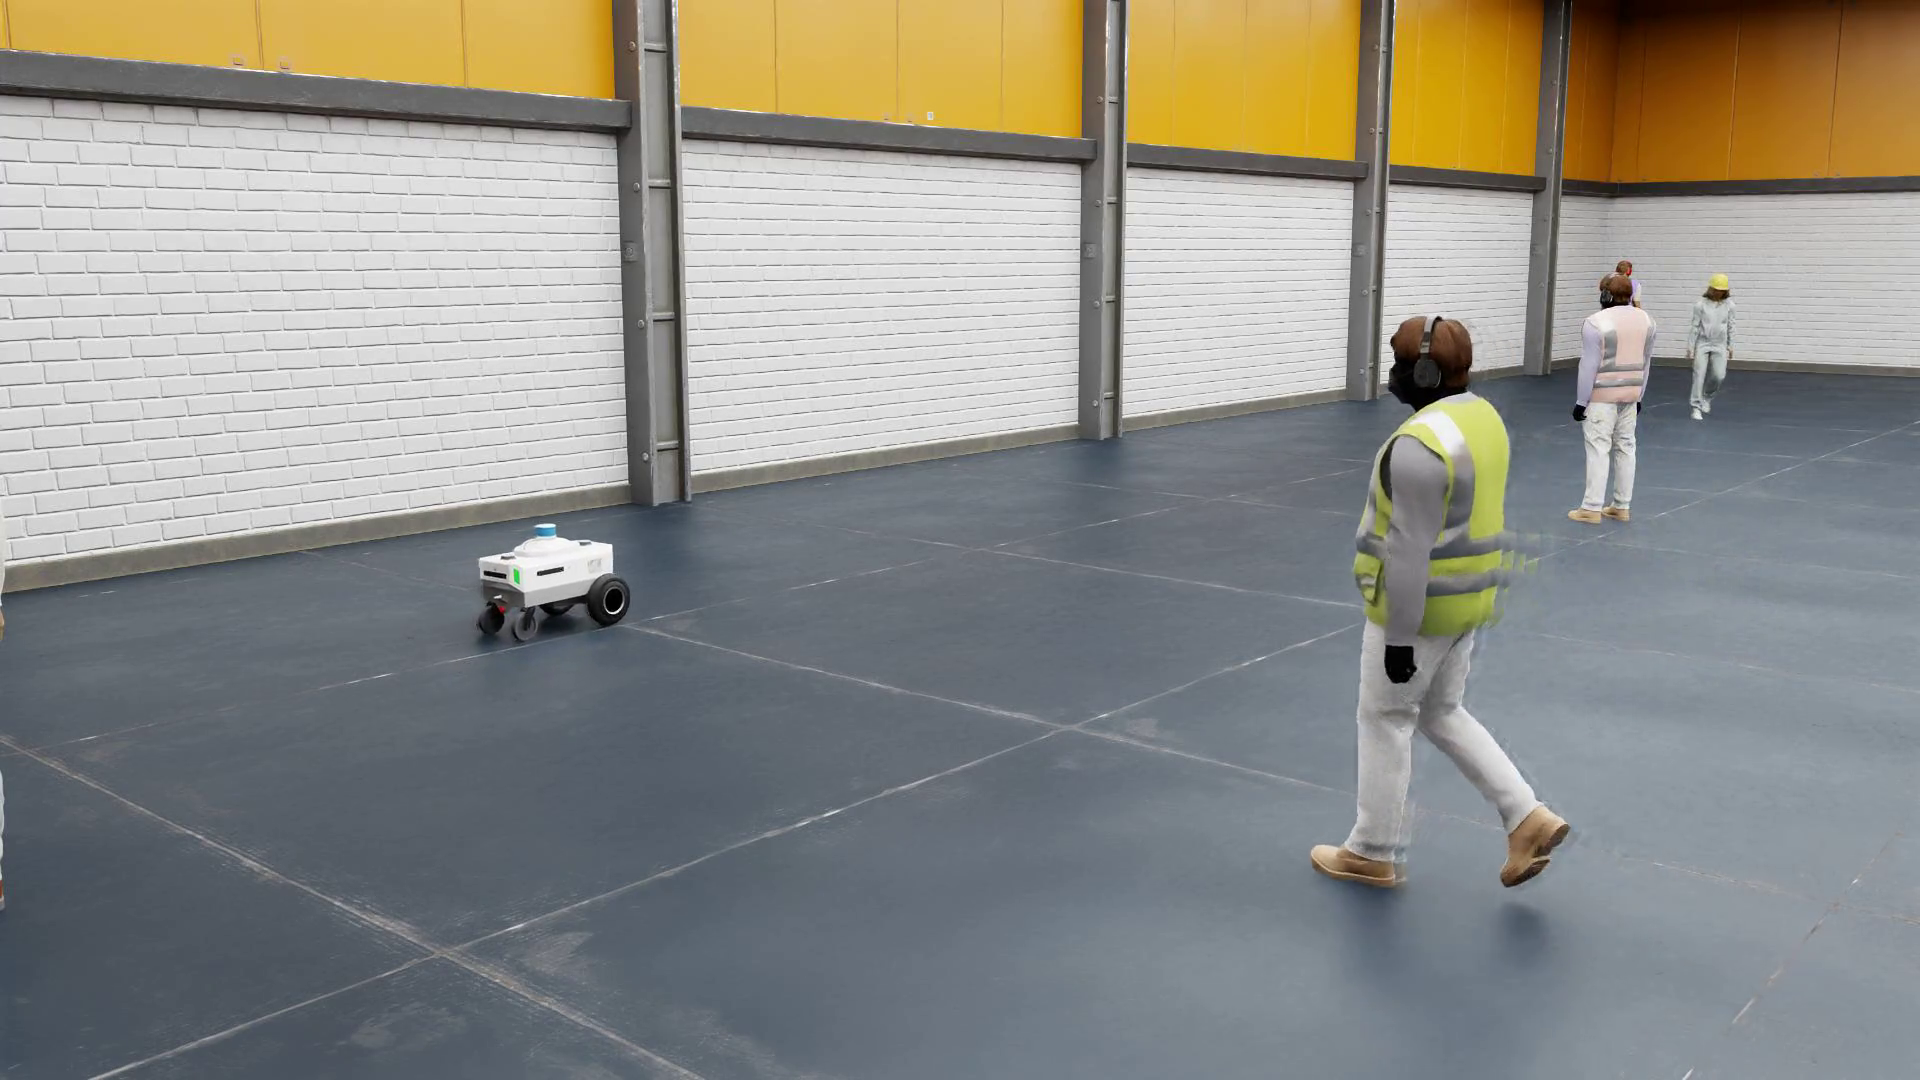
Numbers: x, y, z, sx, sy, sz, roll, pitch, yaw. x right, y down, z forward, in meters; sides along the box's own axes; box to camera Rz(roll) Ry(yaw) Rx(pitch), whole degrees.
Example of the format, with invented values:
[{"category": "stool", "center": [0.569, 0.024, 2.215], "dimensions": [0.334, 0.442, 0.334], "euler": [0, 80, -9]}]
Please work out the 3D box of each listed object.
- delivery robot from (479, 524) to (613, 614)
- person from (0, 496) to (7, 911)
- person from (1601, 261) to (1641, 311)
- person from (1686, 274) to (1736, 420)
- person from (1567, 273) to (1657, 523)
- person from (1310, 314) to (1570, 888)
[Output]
[{"category": "delivery robot", "center": [-2.192, 0.159, 8.838], "dimensions": [0.477, 0.478, 0.707], "euler": [7, 12, 35]}, {"category": "person", "center": [-3.131, 0.209, 4.885], "dimensions": [0.372, 1.940, 0.629], "euler": [8, 13, 39]}, {"category": "person", "center": [9.601, -3.133, 24.199], "dimensions": [0.563, 1.837, 0.389], "euler": [8, 12, 37]}, {"category": "person", "center": [8.881, -2.284, 19.709], "dimensions": [0.544, 1.720, 0.498], "euler": [1, 10, 7]}, {"category": "person", "center": [4.790, -1.042, 12.283], "dimensions": [0.627, 1.845, 0.429], "euler": [-4, 11, -22]}, {"category": "person", "center": [1.485, 0.221, 5.128], "dimensions": [0.698, 1.826, 0.637], "euler": [8, 13, 38]}]
